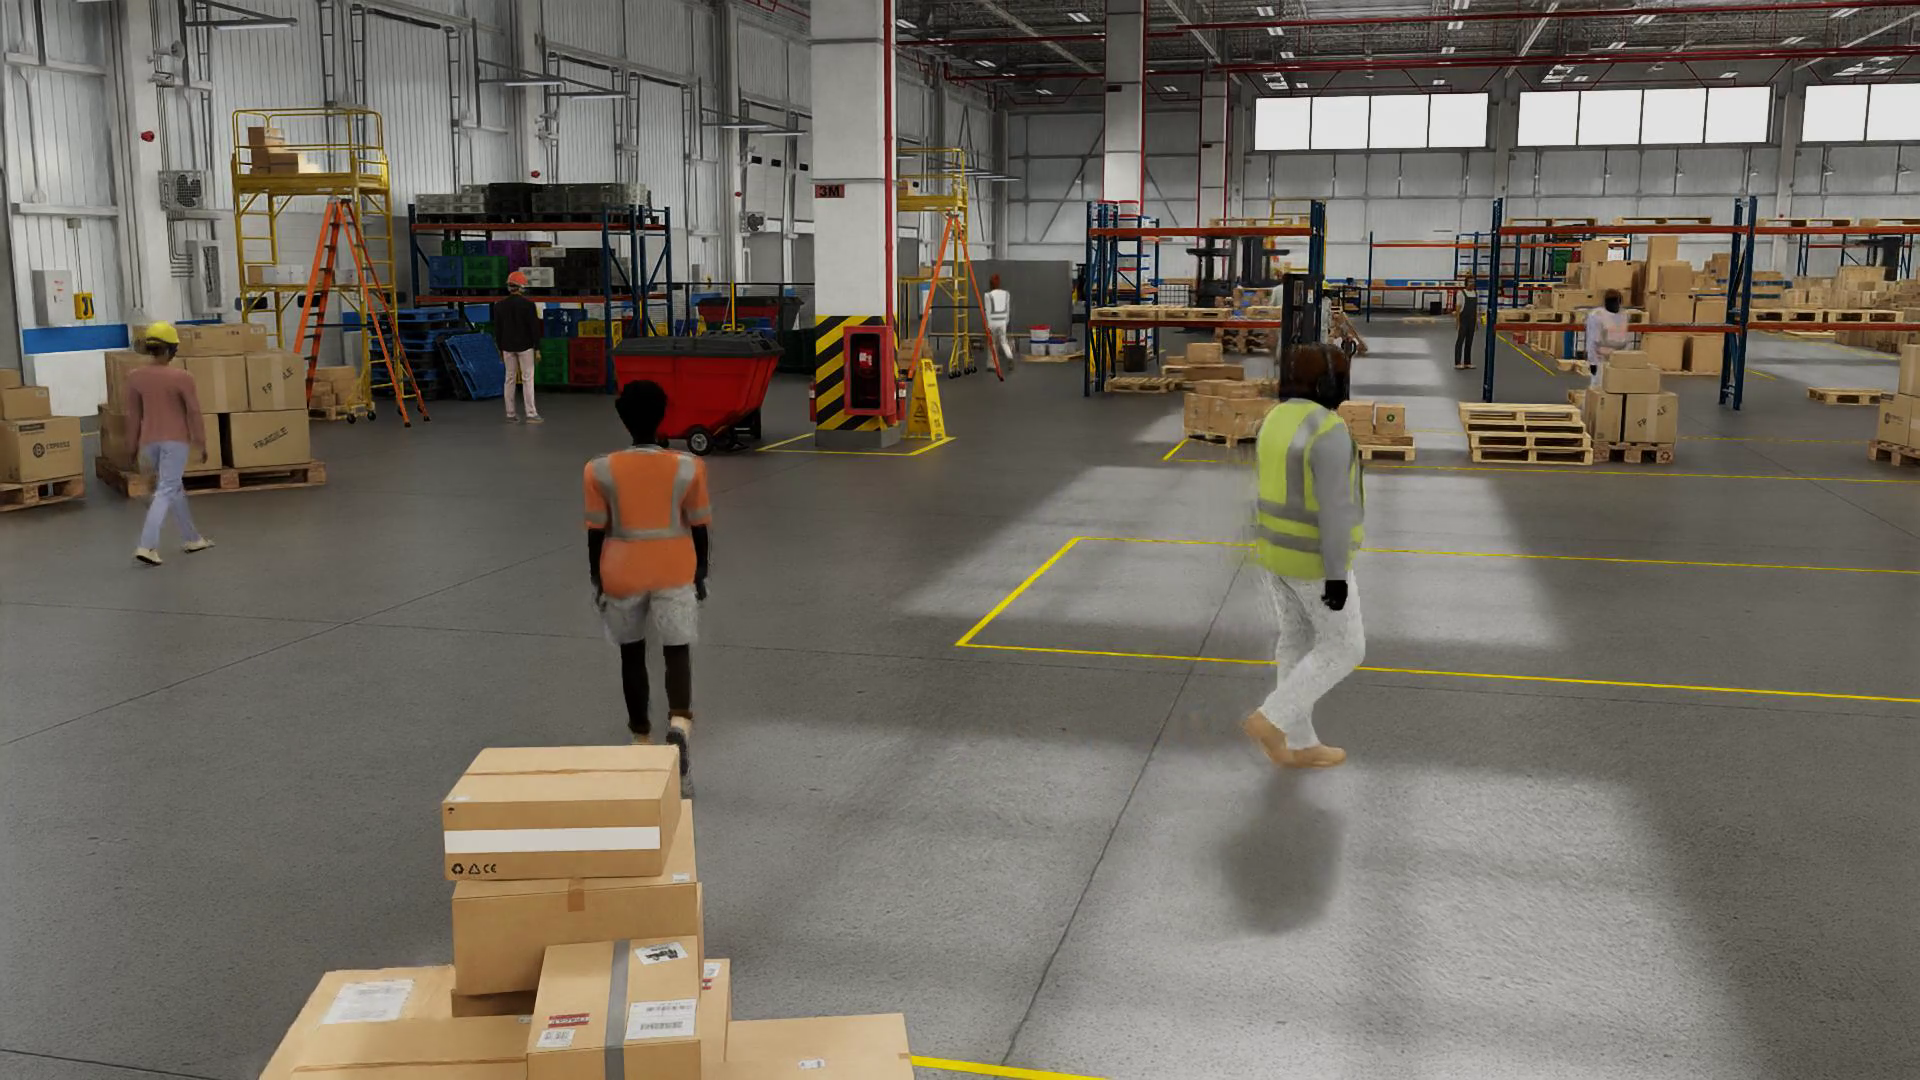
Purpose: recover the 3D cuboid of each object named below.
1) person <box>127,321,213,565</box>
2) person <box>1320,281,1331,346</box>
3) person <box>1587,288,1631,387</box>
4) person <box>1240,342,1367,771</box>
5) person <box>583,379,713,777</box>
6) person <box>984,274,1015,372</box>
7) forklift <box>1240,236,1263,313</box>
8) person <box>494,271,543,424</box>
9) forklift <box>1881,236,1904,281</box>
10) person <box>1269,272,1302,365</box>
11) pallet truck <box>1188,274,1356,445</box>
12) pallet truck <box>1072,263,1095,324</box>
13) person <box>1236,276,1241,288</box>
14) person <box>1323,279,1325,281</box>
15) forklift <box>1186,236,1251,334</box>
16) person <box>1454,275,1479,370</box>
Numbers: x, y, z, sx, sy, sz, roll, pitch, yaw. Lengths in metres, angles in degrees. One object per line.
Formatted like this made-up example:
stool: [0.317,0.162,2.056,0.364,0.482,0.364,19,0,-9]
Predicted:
person: [-5.706,-0.703,11.947,0.534,1.725,0.917,2,10,12]
person: [6.880,-4.068,31.729,0.487,1.737,0.328,-4,10,-21]
person: [8.163,-2.257,20.914,0.628,1.791,0.841,-2,10,-14]
person: [1.440,0.092,6.946,0.464,1.828,0.655,-3,10,-15]
person: [-1.300,0.166,6.973,0.539,1.676,0.703,-2,10,-10]
person: [0.731,-4.075,31.396,0.575,1.865,0.732,-5,11,-26]
forklift: [8.887,-7.890,50.857,1.873,2.768,1.129,-2,10,-14]
person: [-5.784,-2.518,21.828,0.624,1.992,0.386,2,10,12]
forklift: [29.102,-8.099,52.089,1.873,2.768,1.129,2,10,14]
person: [6.633,-4.490,33.797,0.623,1.873,1.071,7,12,37]
pallet truck: [3.653,-2.138,19.590,1.885,1.965,0.823,-4,10,-20]
pallet truck: [4.325,-8.180,55.162,0.823,1.965,1.885,6,11,31]
person: [8.645,-7.376,51.617,0.521,1.596,0.833,-1,10,-5]
person: [10.335,-7.028,48.573,0.627,1.934,0.371,0,10,1]
forklift: [7.390,-7.238,47.019,1.129,2.768,1.873,8,13,40]
person: [9.885,-4.240,32.411,0.516,1.843,0.325,-4,10,-23]
